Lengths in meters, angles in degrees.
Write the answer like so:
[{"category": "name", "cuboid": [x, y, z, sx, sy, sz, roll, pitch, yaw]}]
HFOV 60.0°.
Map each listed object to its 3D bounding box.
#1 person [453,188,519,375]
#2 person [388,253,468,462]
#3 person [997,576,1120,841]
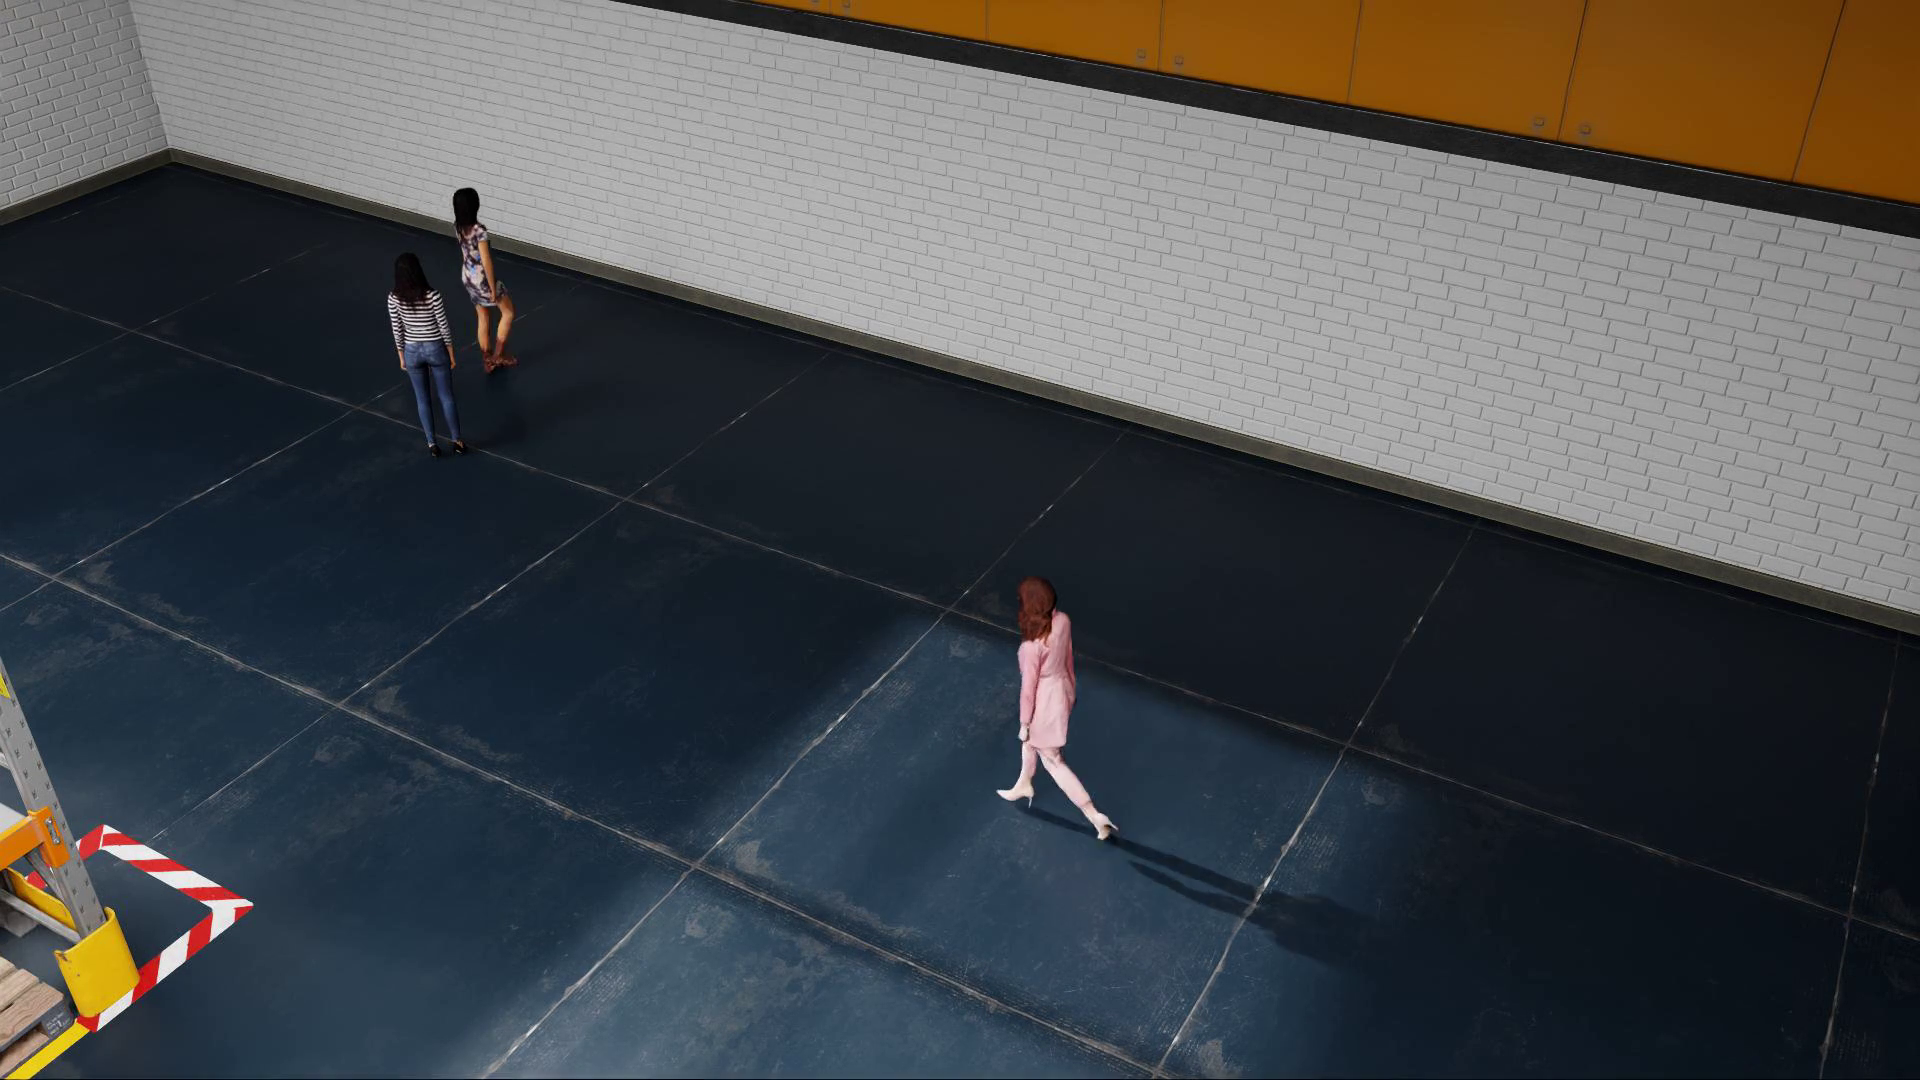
[{"category": "person", "cuboid": [-4.271, -2.244, 14.630, 0.614, 1.725, 0.607, 22, 40, 30]}, {"category": "person", "cuboid": [-4.298, -1.464, 13.392, 0.655, 1.796, 0.681, -4, 34, -6]}, {"category": "person", "cuboid": [0.592, 1.027, 9.677, 0.753, 1.761, 1.066, 21, 39, 29]}]
